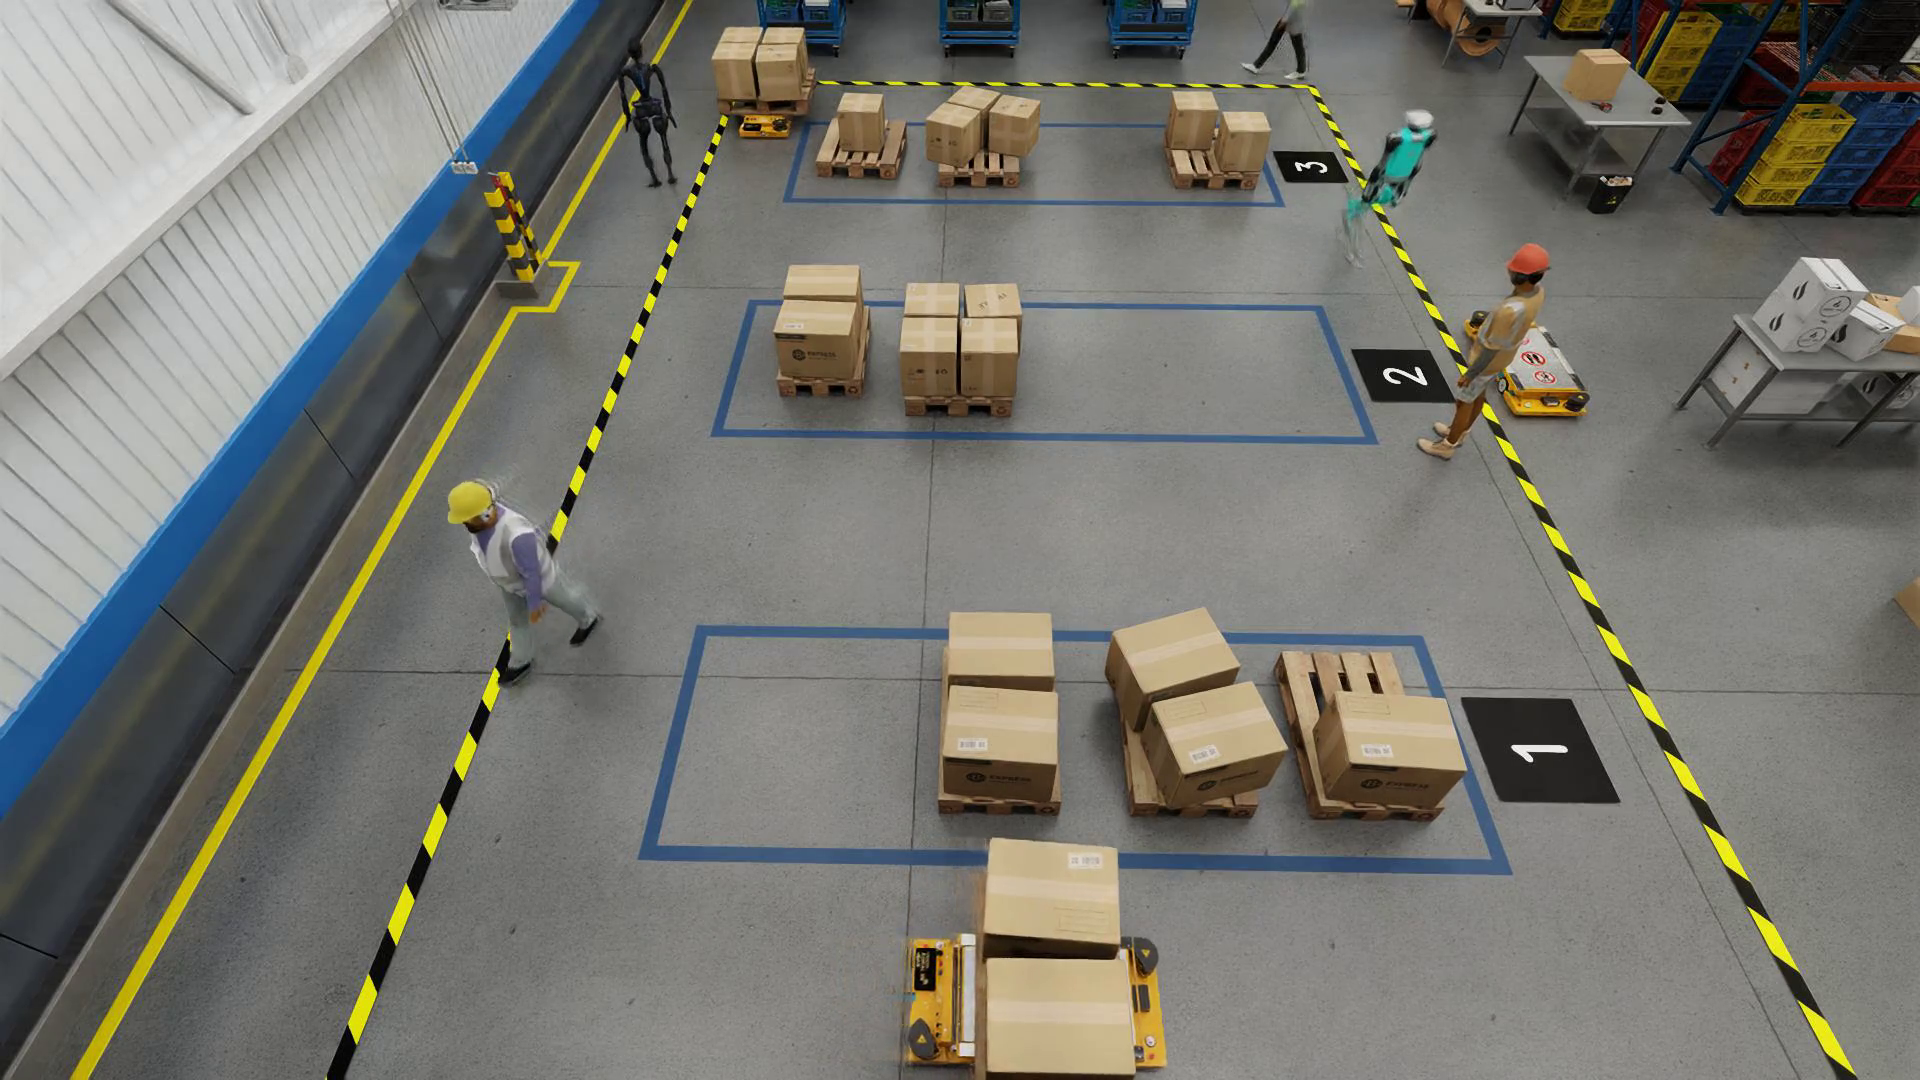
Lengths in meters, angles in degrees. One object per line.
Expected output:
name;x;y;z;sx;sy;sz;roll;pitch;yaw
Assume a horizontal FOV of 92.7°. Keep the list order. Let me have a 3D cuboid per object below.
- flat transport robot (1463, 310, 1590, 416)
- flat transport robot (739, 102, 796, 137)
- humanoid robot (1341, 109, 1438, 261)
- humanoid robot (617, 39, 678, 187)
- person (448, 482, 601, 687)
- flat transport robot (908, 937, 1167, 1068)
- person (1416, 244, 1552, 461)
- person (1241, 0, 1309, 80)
flat transport robot;5.573;-1.757;9.054;0.659;0.231;1.431;1;49;1
flat transport robot;-2.632;-6.020;12.726;0.652;0.197;1.431;1;49;1
humanoid robot;4.471;-3.849;9.805;0.533;1.678;0.736;-11;50;-9
humanoid robot;-3.740;-5.084;11.010;0.612;1.645;0.456;-22;53;-18
person;-3.046;0.308;6.255;0.610;1.786;0.891;22;53;18
flat transport robot;0.435;2.624;5.244;1.431;0.197;0.652;1;49;1
person;4.398;-1.530;7.694;0.608;2.030;0.405;-33;57;-25
person;4.677;-7.484;12.998;0.966;1.797;0.597;4;49;4
